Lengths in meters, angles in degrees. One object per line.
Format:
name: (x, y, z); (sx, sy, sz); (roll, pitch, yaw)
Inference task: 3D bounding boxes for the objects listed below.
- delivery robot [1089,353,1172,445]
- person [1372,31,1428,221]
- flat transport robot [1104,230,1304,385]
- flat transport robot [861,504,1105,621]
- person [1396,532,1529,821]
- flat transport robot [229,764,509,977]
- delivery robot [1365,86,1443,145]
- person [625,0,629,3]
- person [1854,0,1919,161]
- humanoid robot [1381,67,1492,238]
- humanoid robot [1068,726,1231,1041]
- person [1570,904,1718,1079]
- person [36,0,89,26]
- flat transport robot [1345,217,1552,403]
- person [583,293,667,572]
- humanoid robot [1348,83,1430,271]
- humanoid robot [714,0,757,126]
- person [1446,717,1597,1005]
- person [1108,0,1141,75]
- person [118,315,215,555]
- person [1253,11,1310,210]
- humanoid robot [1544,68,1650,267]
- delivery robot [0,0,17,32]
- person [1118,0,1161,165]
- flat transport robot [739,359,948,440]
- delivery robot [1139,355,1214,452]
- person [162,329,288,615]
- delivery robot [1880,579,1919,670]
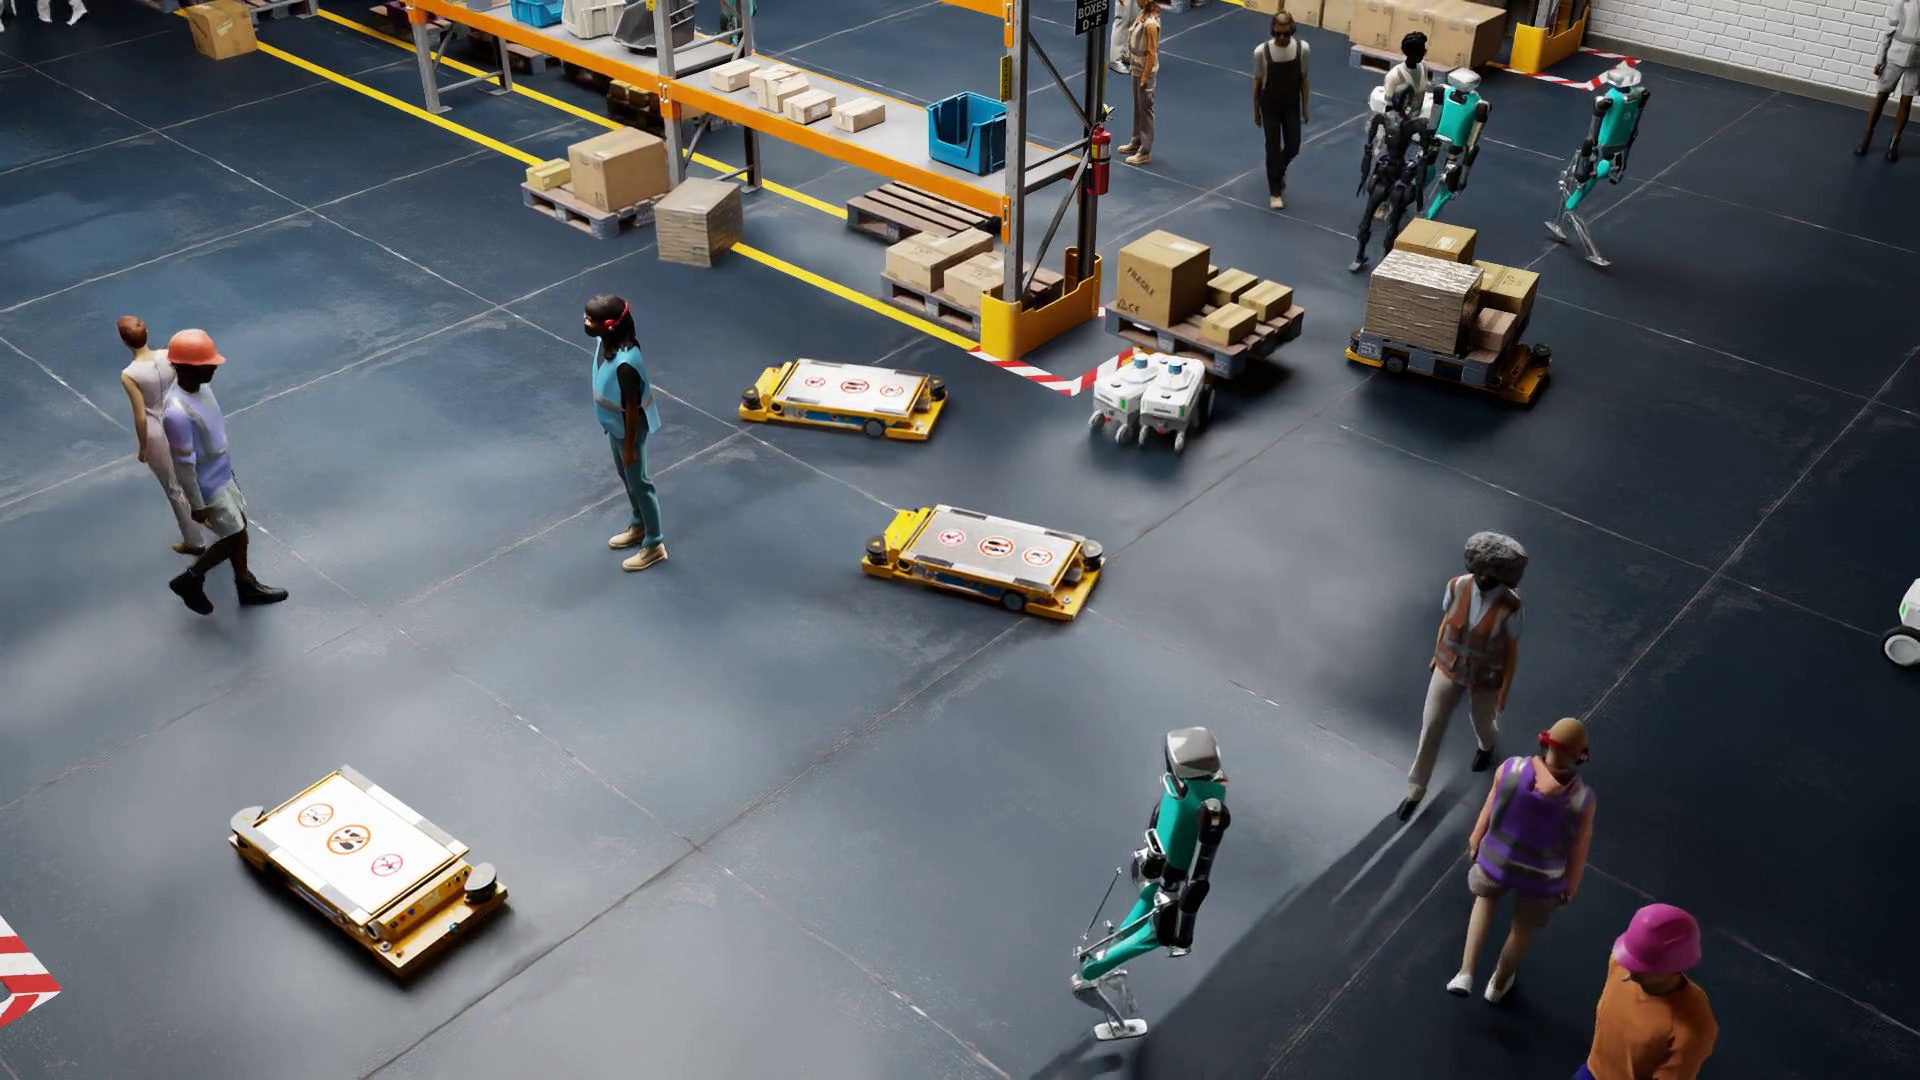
delivery robot: (1.314, -1.079, 12.123); (0.797, 0.595, 0.499); (-27, 43, -33)
person: (3.962, -3.733, 14.960); (0.534, 1.696, 0.322); (-26, 42, -32)
flat transport robot: (1.957, -1.575, 13.093); (0.659, 0.231, 1.431); (27, 43, 33)
flat transport robot: (0.152, 0.118, 10.639); (1.431, 0.231, 0.659); (13, 37, 18)
person: (2.667, 0.657, 8.637); (0.457, 1.656, 0.813); (23, 41, 30)
flat transport robot: (-3.025, 1.631, 8.447); (1.431, 0.231, 0.659); (24, 41, 30)
delivery robot: (4.538, -4.360, 16.880); (0.804, 0.600, 0.499); (14, 37, 20)
person: (-3.969, -7.424, 20.278); (0.797, 1.739, 0.502); (3, 35, 4)
person: (9.153, -4.625, 16.054); (0.549, 1.929, 0.397); (17, 38, 23)
humanoid robot: (3.908, -3.000, 13.889); (0.886, 1.790, 0.582); (-26, 42, -32)
humanoid robot: (0.720, 1.608, 7.230); (0.783, 1.833, 0.542); (-7, 35, -10)
person: (2.472, 2.110, 6.273); (0.595, 1.962, 0.520); (-14, 37, -20)
person: (-10.798, -7.012, 19.570); (0.794, 1.864, 0.700); (25, 42, 31)
flat transport robot: (3.788, -1.442, 12.899); (1.431, 0.231, 0.659); (18, 39, 25)
person: (-2.081, -0.685, 10.404); (0.379, 1.864, 0.519); (-17, 38, -23)
humanoid robot: (3.597, -2.971, 13.876); (0.615, 1.653, 0.414); (23, 41, 29)
humanoid robot: (-2.396, -5.078, 16.917); (0.777, 1.818, 0.530); (18, 39, 24)
person: (2.506, 1.480, 7.418); (0.504, 1.674, 0.423); (20, 39, 26)
person: (1.843, -6.091, 18.210); (0.388, 1.890, 0.547); (24, 41, 31)
person: (-5.021, -0.663, 10.546); (0.269, 1.656, 0.461); (14, 37, 19)
person: (2.902, -3.936, 15.143); (0.553, 1.821, 0.473); (-1, 35, -1)
humanoid robot: (5.355, -3.257, 14.273); (0.544, 1.750, 1.043); (-15, 37, -20)
delivery robot: (-11.606, -6.381, 19.817); (0.499, 0.611, 0.814); (-11, 36, -16)
person: (1.752, -4.520, 16.030); (0.305, 1.778, 0.462); (-5, 35, -7)
flat transport robot: (-0.857, -1.050, 12.332); (1.431, 0.231, 0.659); (8, 35, 11)
delivery robot: (1.546, -1.032, 12.066); (0.499, 0.609, 0.811); (11, 36, 16)
person: (-4.499, -0.377, 9.922); (0.548, 1.905, 0.547); (-6, 35, -8)
delivery robot: (5.896, 0.526, 9.803); (0.773, 0.602, 0.524); (27, 43, 33)
